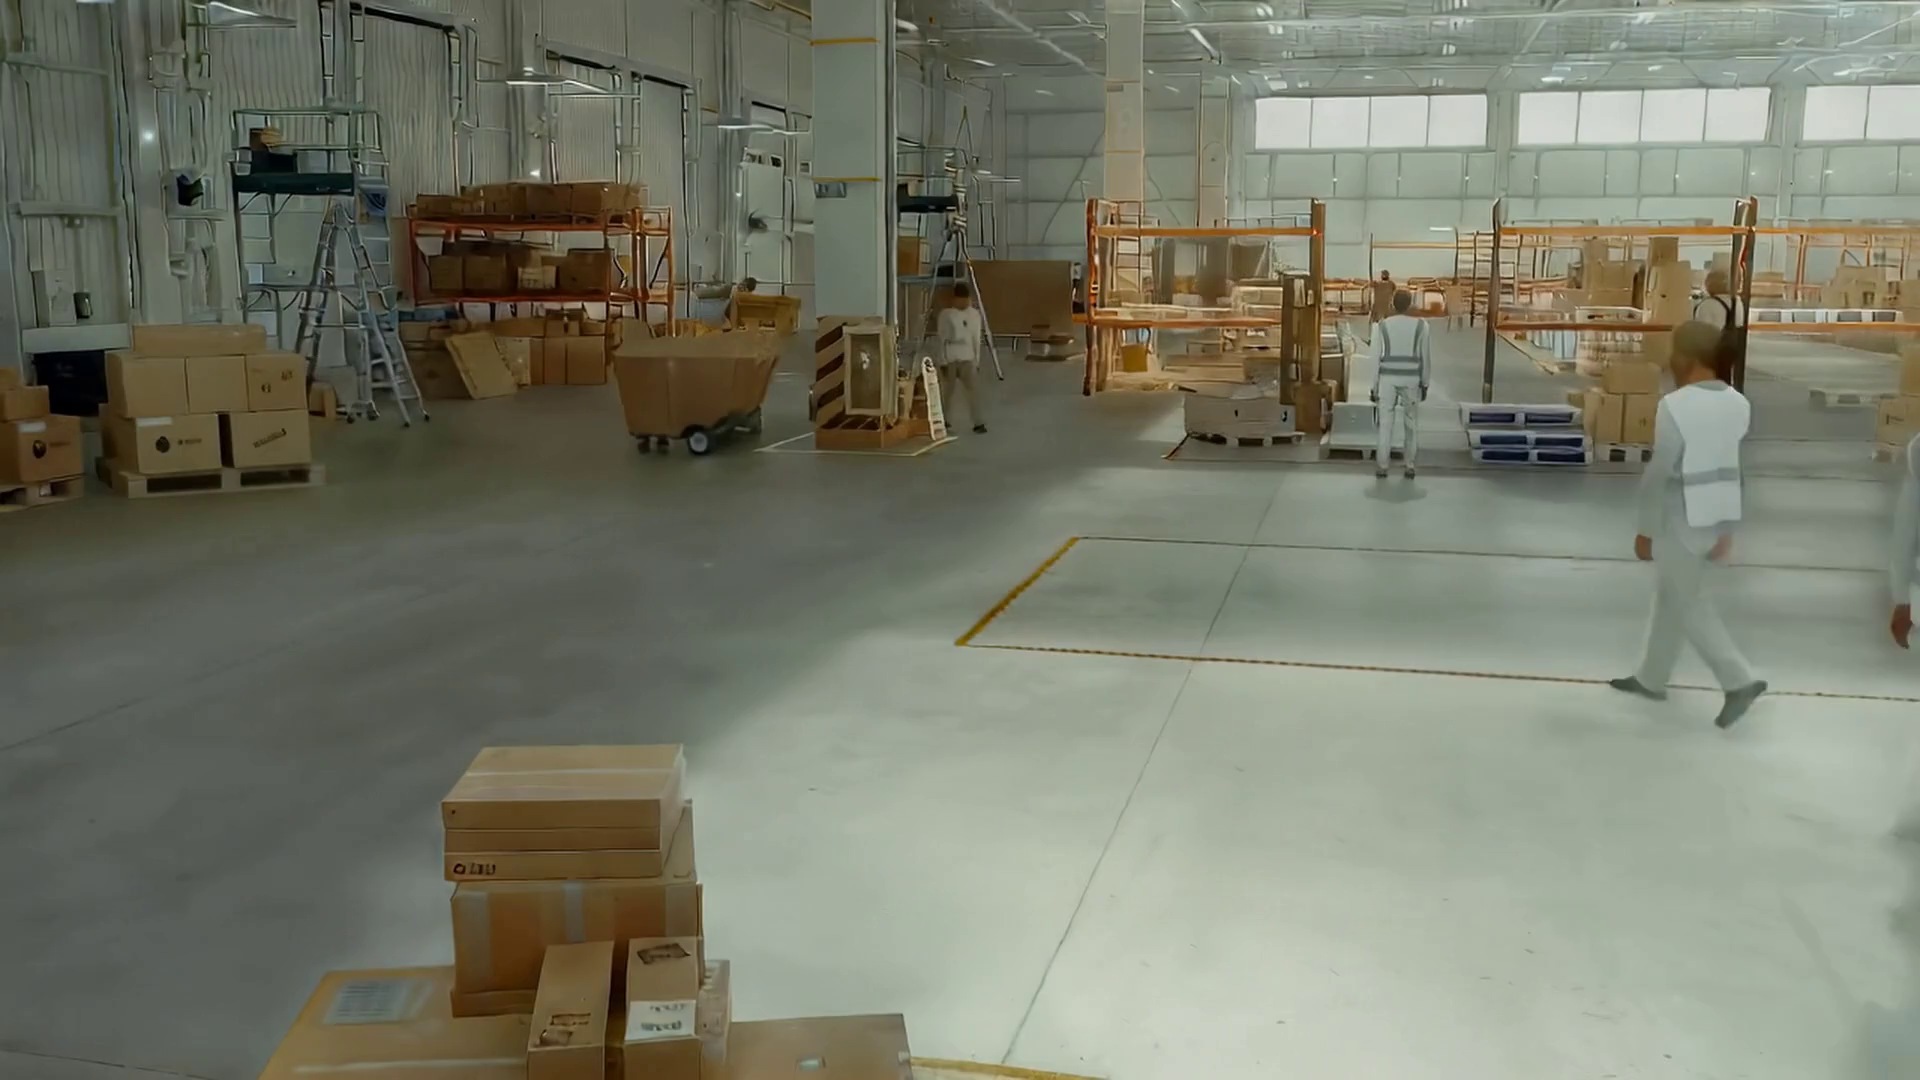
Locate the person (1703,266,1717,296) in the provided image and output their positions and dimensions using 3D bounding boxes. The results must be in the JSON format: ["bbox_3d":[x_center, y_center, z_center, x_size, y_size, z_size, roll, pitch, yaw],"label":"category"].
[{"bbox_3d":[22.899,-7.404,50.822,0.373,1.932,0.623,4,11,24],"label":"person"}]

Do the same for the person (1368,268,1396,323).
[{"bbox_3d":[9.964,-5.435,39.235,0.628,1.926,0.427,1,10,5],"label":"person"}]

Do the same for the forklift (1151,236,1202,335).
[{"bbox_3d":[5.867,-7.214,46.879,1.873,2.768,1.129,2,10,14],"label":"forklift"}]

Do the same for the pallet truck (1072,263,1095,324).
[{"bbox_3d":[4.325,-8.180,55.162,0.823,1.965,1.885,6,11,31],"label":"pallet truck"}]

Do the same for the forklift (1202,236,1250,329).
[{"bbox_3d":[7.805,-7.847,50.605,1.873,2.768,1.129,-2,10,-12],"label":"forklift"}]

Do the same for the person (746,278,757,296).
[{"bbox_3d":[-5.001,-5.471,40.096,0.318,1.695,0.540,-3,10,-17],"label":"person"}]

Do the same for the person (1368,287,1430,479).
[{"bbox_3d":[4.322,-1.540,16.397,0.584,1.882,0.339,1,10,8],"label":"person"}]

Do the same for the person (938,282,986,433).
[{"bbox_3d":[0.004,-2.273,20.757,0.615,1.870,1.008,-5,11,-25],"label":"person"}]

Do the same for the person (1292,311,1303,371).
[{"bbox_3d":[6.609,-4.102,31.939,0.335,1.735,0.484,6,11,33],"label":"person"}]

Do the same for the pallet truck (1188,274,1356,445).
[{"bbox_3d":[3.653,-2.138,19.590,1.885,1.965,0.823,-4,10,-20],"label":"pallet truck"}]

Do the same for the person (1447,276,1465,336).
[{"bbox_3d":[13.902,-6.562,46.617,0.531,1.664,0.785,6,11,30],"label":"person"}]

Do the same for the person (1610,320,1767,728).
[{"bbox_3d":[3.491,-0.092,7.874,0.600,1.890,0.872,-6,11,-32],"label":"person"}]

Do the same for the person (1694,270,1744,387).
[{"bbox_3d":[9.252,-2.313,20.492,0.683,2.000,0.536,-4,11,-24],"label":"person"}]

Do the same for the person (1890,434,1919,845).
[{"bbox_3d":[3.563,0.243,5.762,0.464,1.926,0.639,-3,10,-17],"label":"person"}]
